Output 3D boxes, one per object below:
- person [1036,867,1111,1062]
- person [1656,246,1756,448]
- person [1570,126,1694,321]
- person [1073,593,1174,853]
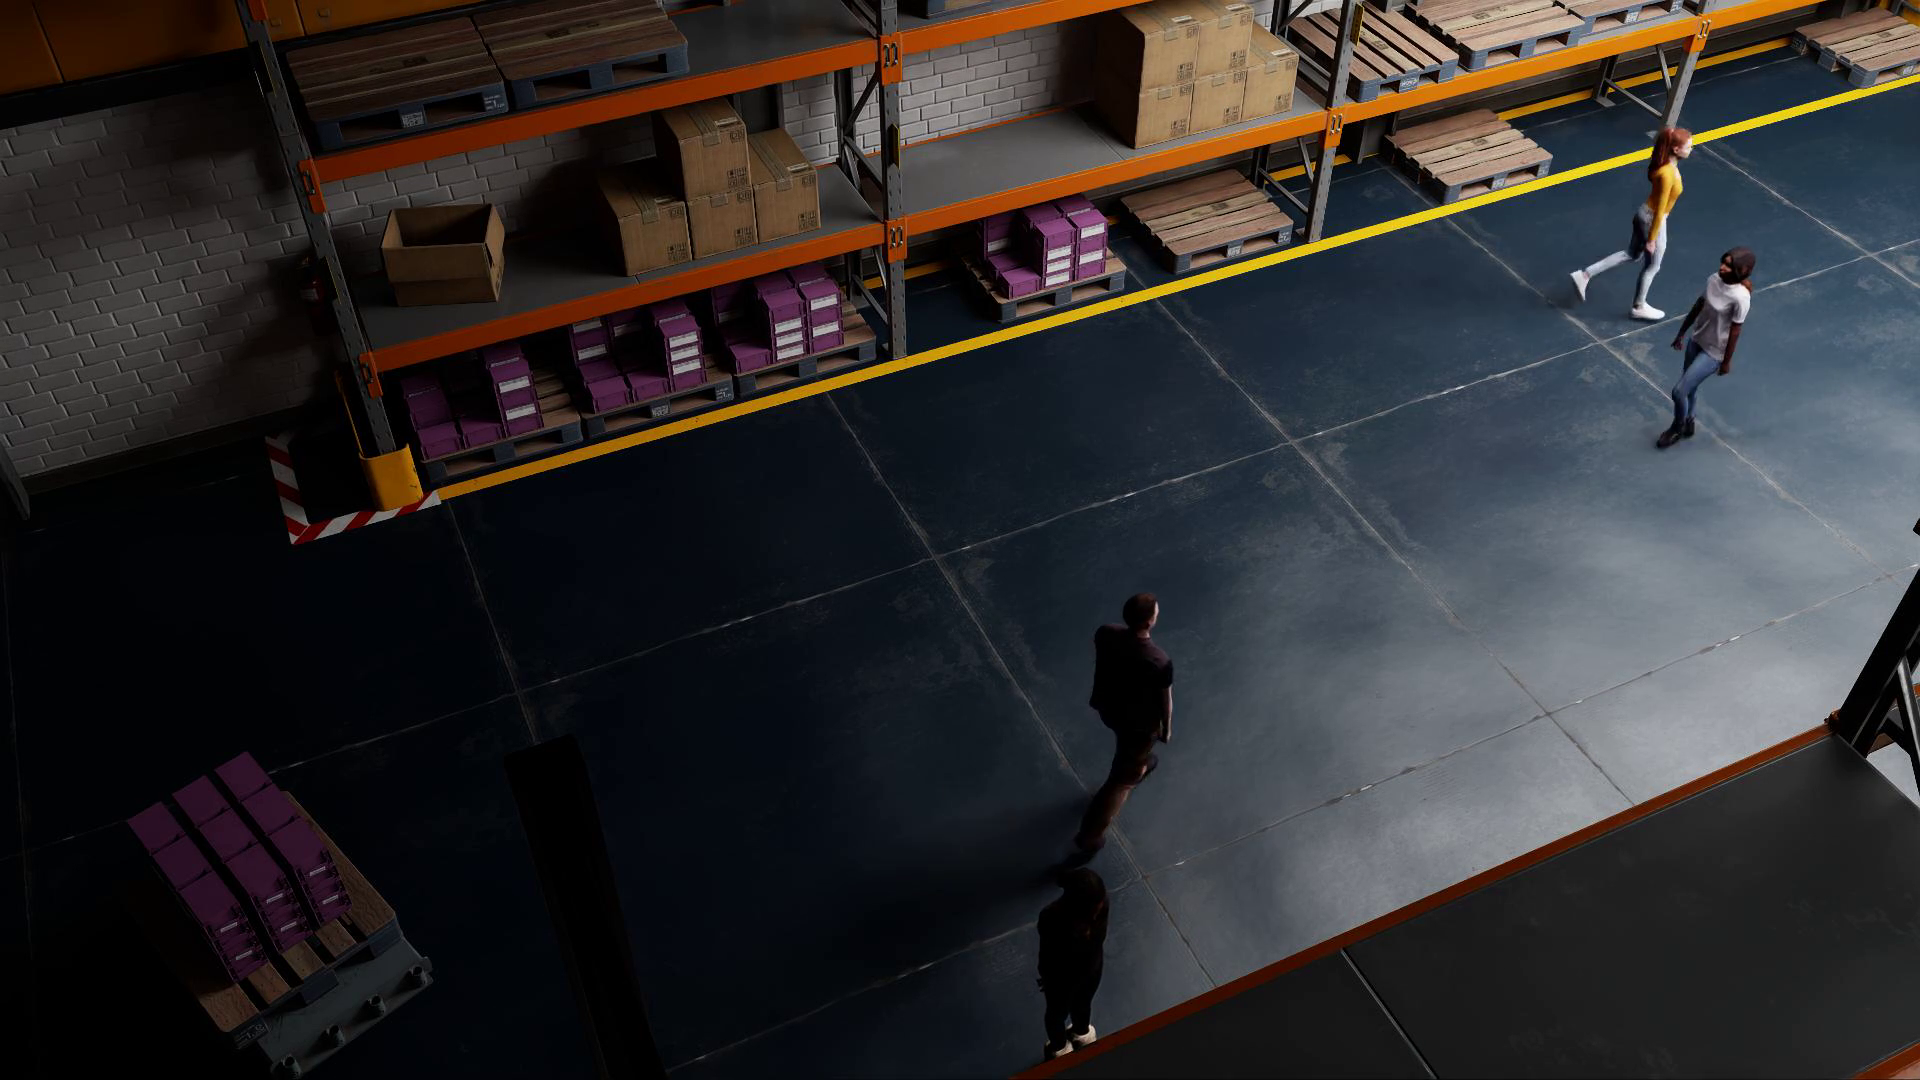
[{"bbox_3d":[0.563,2.169,8.462,0.600,1.661,0.666,0,44,0],"label":"person"},{"bbox_3d":[5.537,-1.404,12.178,0.700,1.709,0.675,-8,44,-9],"label":"person"},{"bbox_3d":[5.445,-2.525,13.337,1.109,1.732,0.979,9,44,10],"label":"person"},{"bbox_3d":[0.911,1.043,9.539,1.263,1.807,0.960,-34,53,-30],"label":"person"}]
